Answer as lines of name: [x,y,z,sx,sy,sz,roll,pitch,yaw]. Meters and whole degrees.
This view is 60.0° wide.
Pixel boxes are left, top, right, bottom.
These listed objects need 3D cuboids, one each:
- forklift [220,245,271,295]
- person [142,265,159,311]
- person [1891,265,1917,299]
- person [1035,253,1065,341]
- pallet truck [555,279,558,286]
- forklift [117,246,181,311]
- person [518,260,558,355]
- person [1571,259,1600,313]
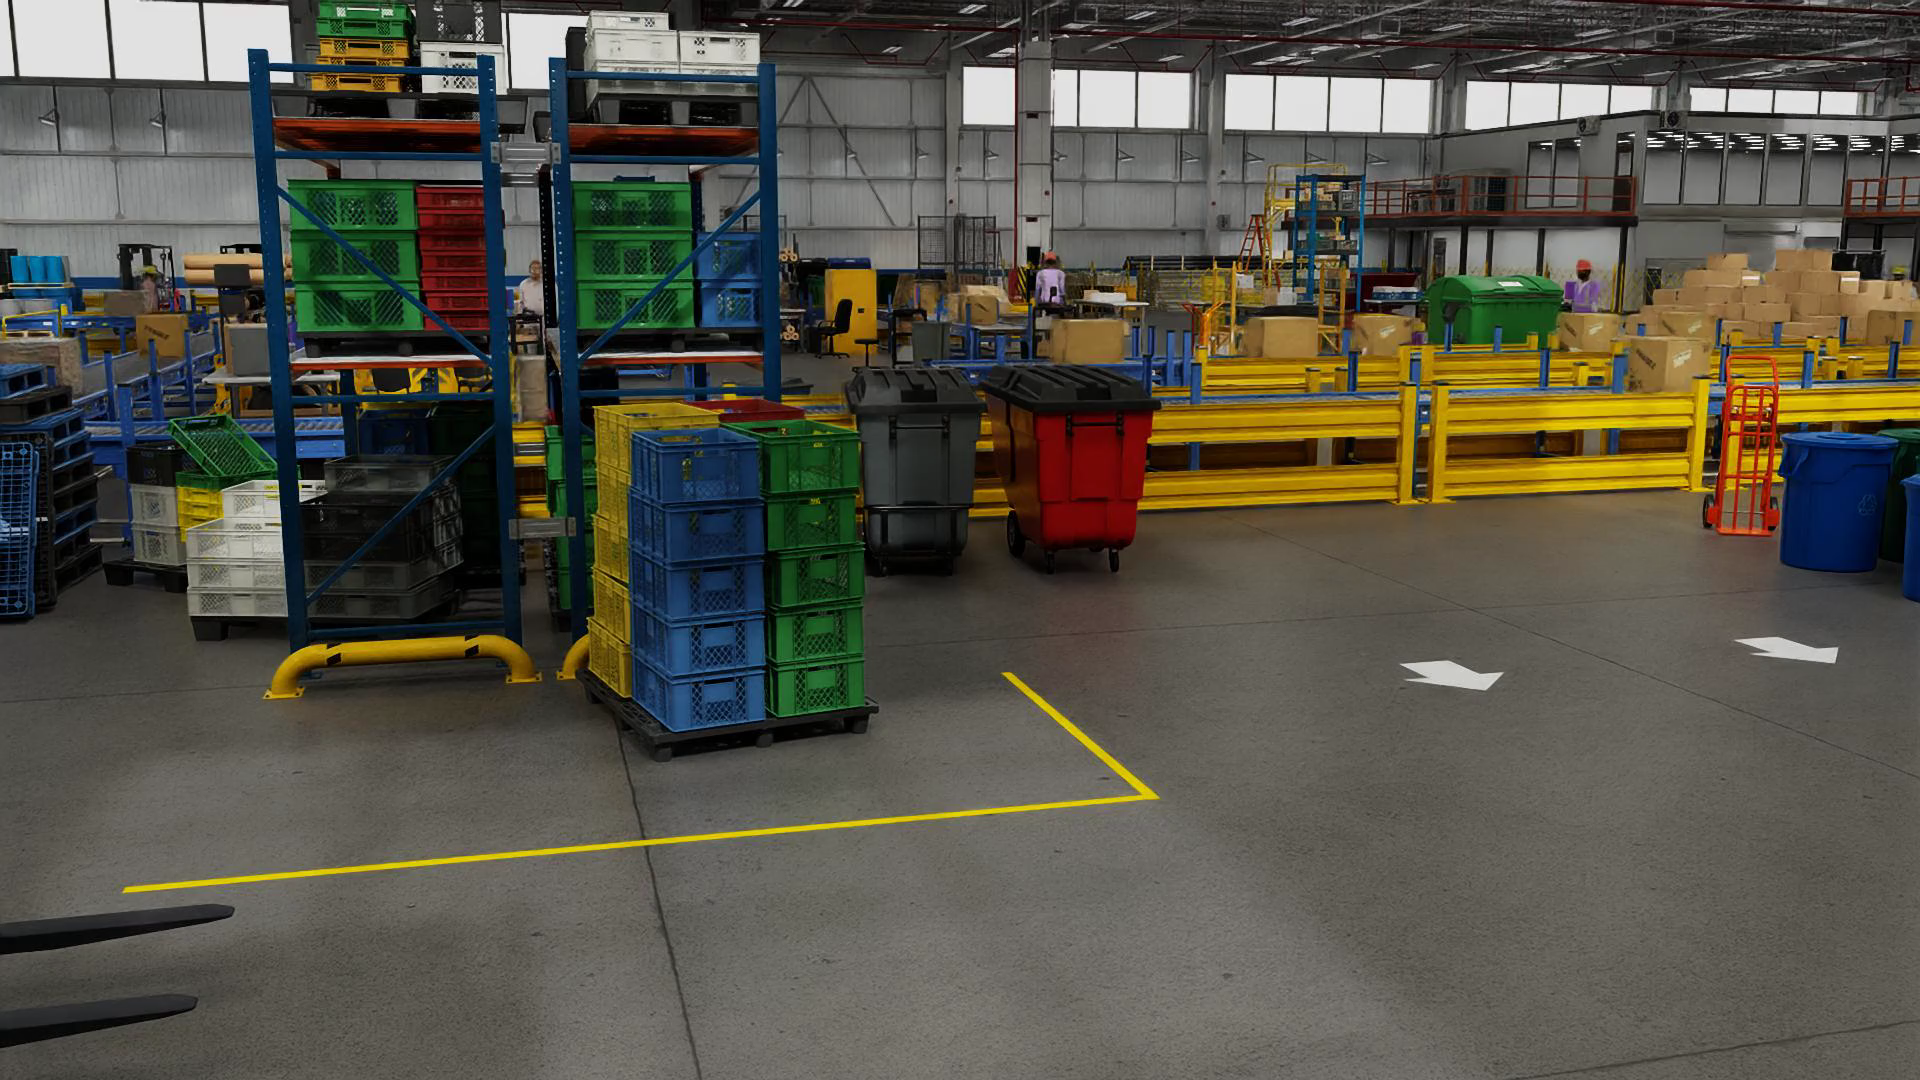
forklift: [-17.749,-6.334,41.440,1.157,1.987,2.680,-3,10,-17]
person: [-16.566,-4.741,33.997,0.534,1.746,0.479,9,13,41]
person: [15.728,-3.708,28.006,0.633,1.809,0.464,3,10,16]
person: [1.900,-5.023,35.018,0.639,2.013,1.000,0,10,-2]
pallet truck: [-10.604,-6.375,44.520,0.653,1.274,1.630,-3,10,-15]
forklift: [-19.966,-6.232,40.894,1.157,1.987,2.680,-3,10,-15]
person: [-6.683,-3.464,26.318,0.643,1.912,0.407,1,10,4]
person: [10.145,-3.605,27.085,0.426,1.919,0.563,-3,11,-18]
